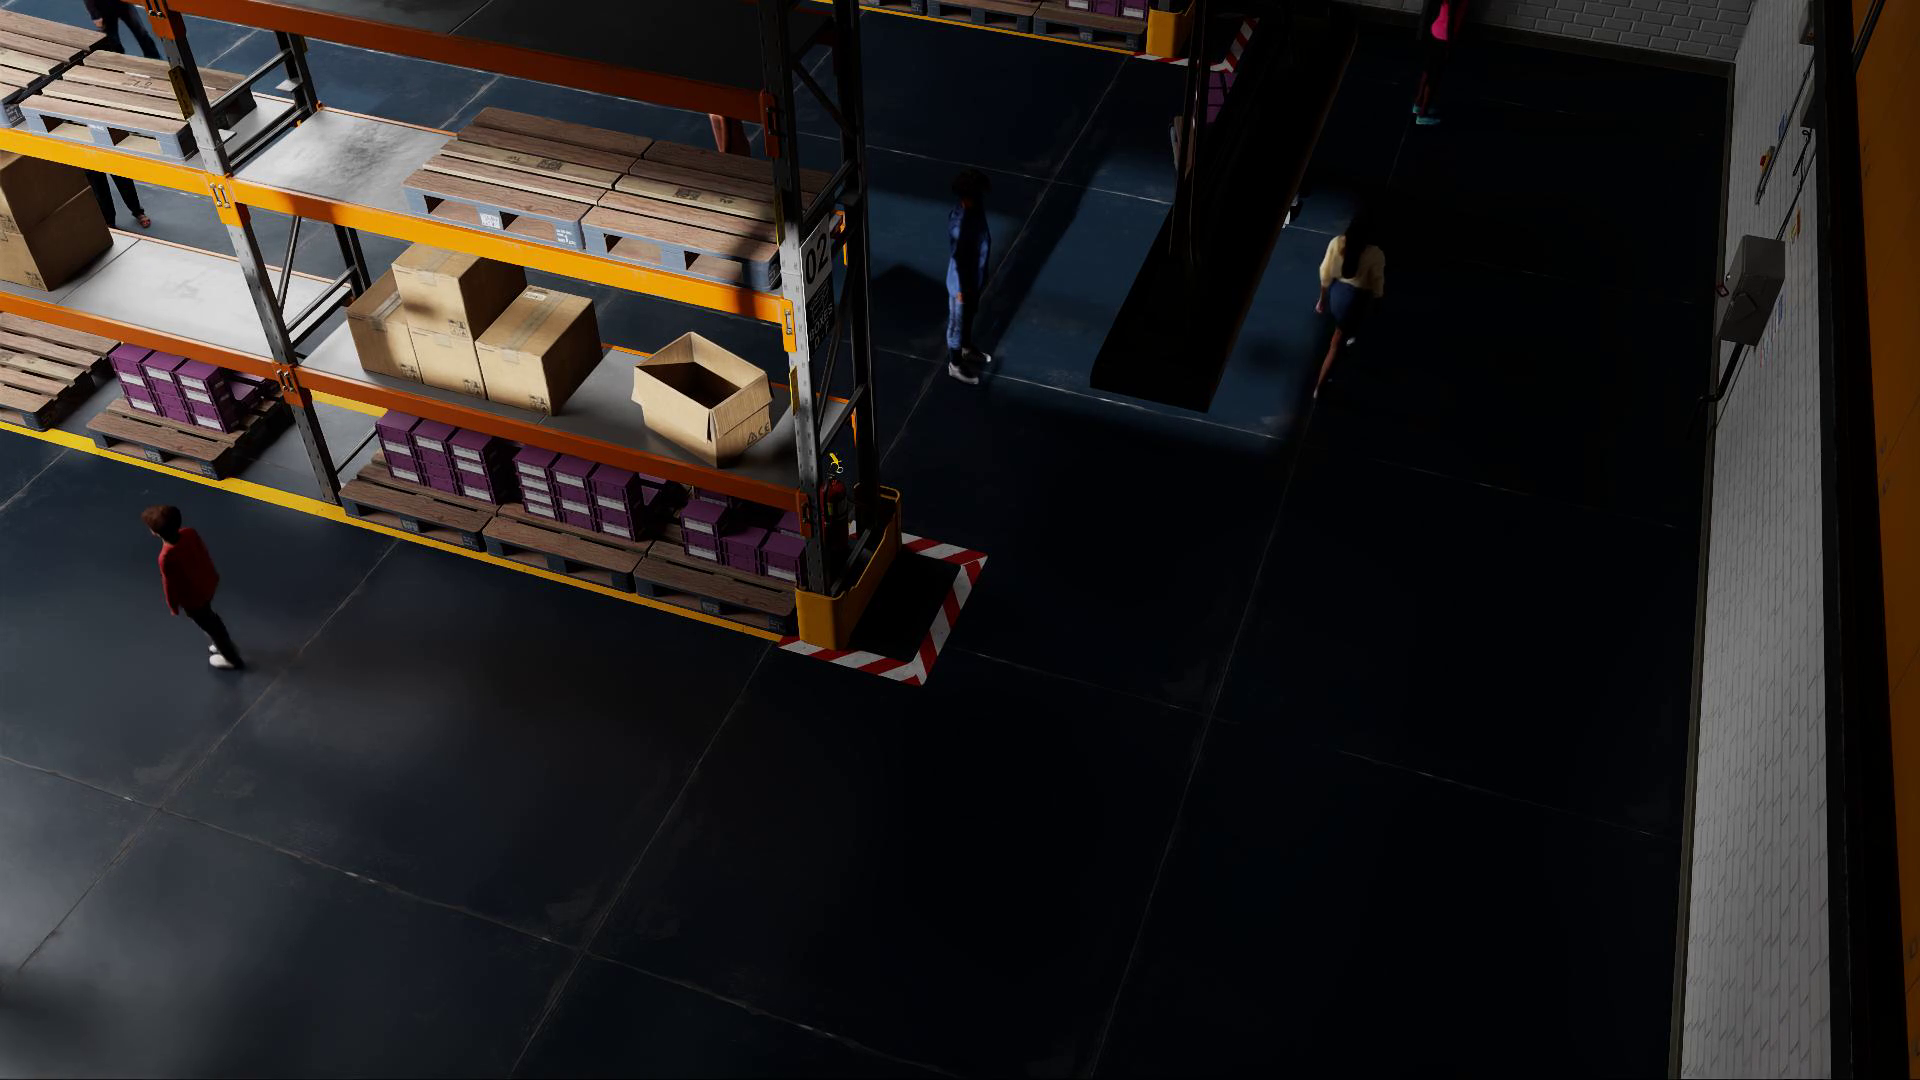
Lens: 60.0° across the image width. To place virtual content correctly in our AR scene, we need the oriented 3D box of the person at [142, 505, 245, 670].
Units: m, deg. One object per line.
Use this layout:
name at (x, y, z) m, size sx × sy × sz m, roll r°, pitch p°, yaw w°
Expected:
person at (-4.913, 0.327, 10.818) m, size 0.554 × 1.411 × 0.564 m, roll 8°, pitch 44°, yaw 9°

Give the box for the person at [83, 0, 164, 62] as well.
person at (-8.493, -5.380, 16.542) m, size 1.191 × 1.780 × 0.938 m, roll 27°, pitch 50°, yaw 25°

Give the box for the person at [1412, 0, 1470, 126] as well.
person at (4.626, -4.835, 16.011) m, size 0.618 × 1.724 × 0.617 m, roll 4°, pitch 44°, yaw 4°

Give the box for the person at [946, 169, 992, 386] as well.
person at (0.051, -2.088, 13.069) m, size 0.548 × 1.803 × 0.666 m, roll 15°, pitch 46°, yaw 16°

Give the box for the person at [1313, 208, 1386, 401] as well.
person at (2.961, -1.793, 12.911) m, size 1.030 × 1.595 × 0.919 m, roll 31°, pitch 52°, yaw 29°
